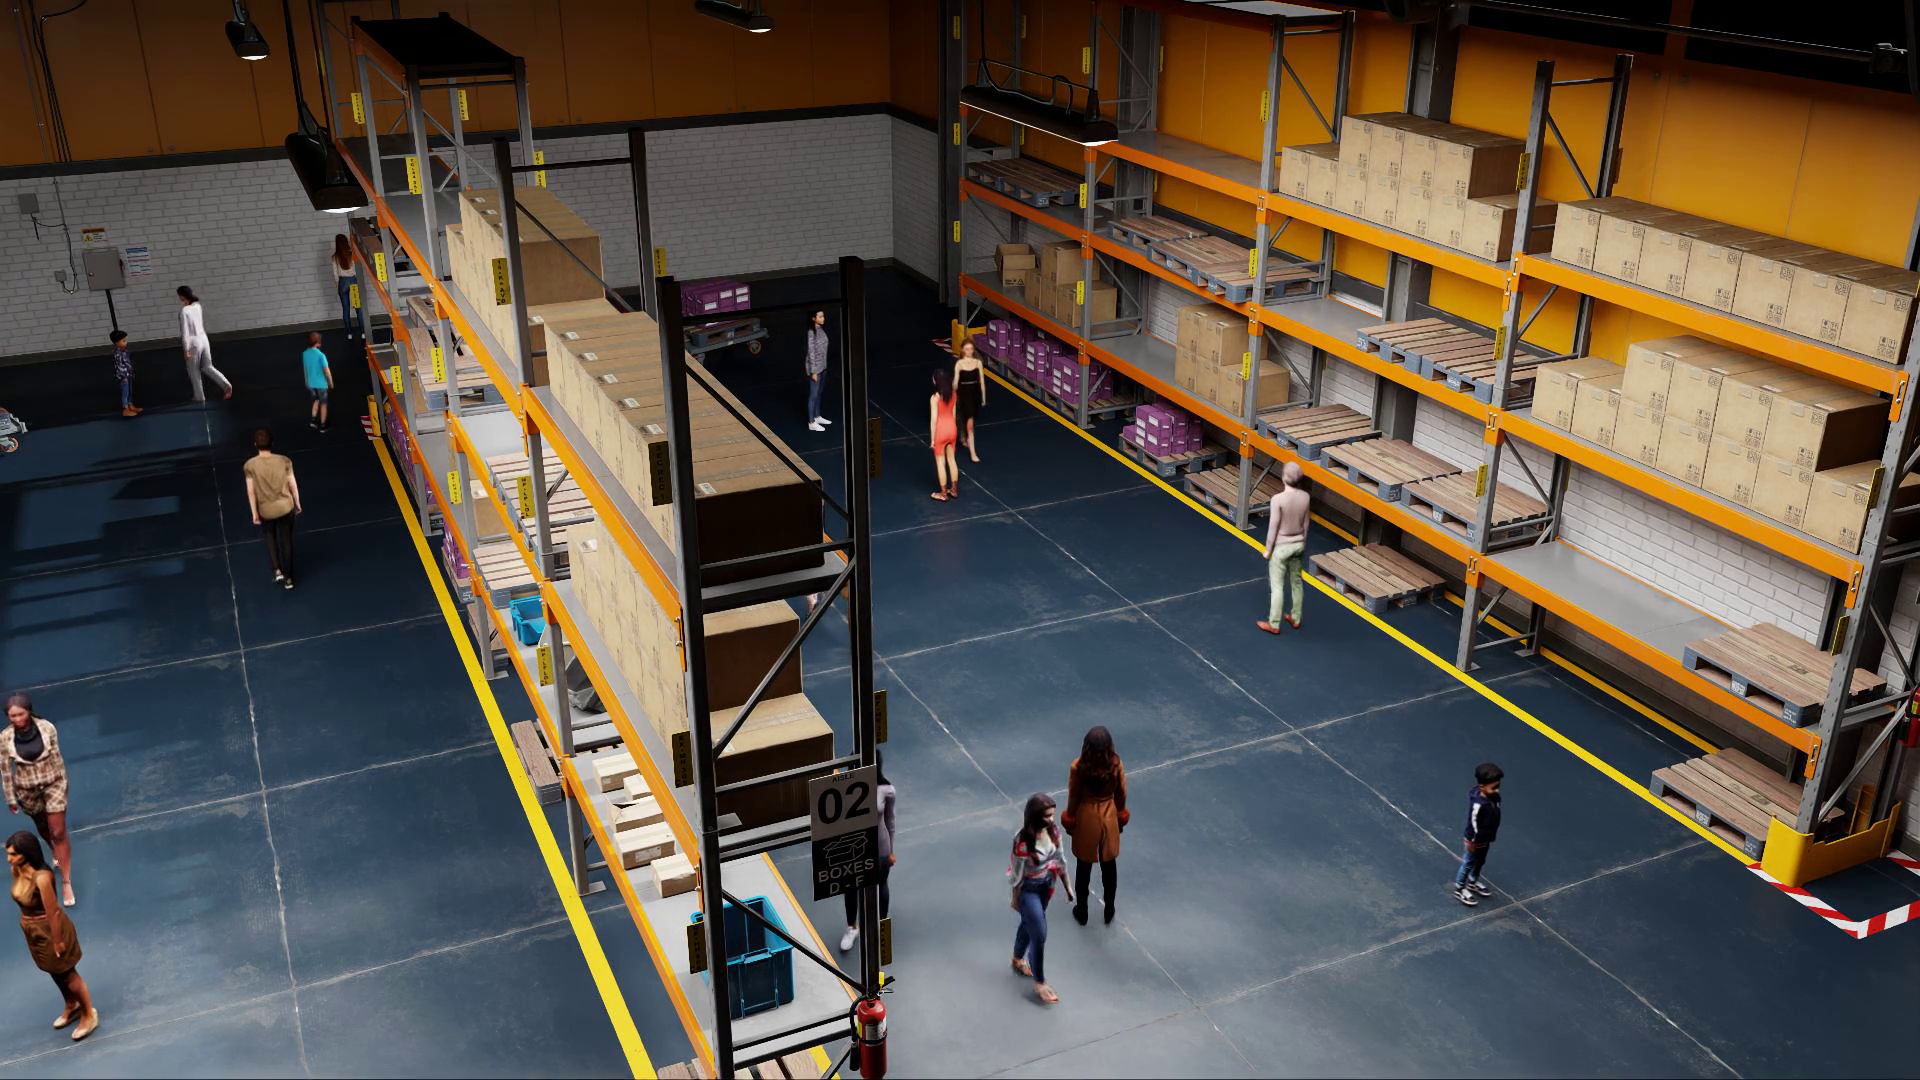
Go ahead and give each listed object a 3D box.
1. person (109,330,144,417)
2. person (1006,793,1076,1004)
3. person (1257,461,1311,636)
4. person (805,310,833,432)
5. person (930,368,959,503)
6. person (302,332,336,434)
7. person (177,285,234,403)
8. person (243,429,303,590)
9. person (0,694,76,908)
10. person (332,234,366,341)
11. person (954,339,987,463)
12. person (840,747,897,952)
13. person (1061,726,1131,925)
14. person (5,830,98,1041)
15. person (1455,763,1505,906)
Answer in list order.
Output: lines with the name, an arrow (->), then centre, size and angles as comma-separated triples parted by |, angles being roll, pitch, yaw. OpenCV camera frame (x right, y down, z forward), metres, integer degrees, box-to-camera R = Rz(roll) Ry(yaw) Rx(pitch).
person -> -11.975, -2.394, 23.817 | 0.621, 1.250, 0.527 | 0, 24, 0
person -> 0.485, 2.518, 12.154 | 0.908, 1.591, 0.763 | 21, 31, 39
person -> 3.416, 0.084, 17.372 | 0.667, 1.872, 0.564 | -11, 26, -24
person -> -2.010, -2.416, 23.267 | 0.746, 1.732, 0.672 | 7, 25, 15
person -> -0.192, -1.314, 20.766 | 0.635, 1.715, 0.614 | -21, 31, -39
person -> -8.953, -2.169, 23.069 | 0.644, 1.437, 0.697 | 5, 24, 11
person -> -11.003, -2.821, 24.166 | 1.081, 1.753, 1.028 | 7, 25, 15
person -> -7.539, -0.308, 18.311 | 0.696, 1.839, 0.677 | -7, 25, -16
person -> -7.303, 1.981, 13.193 | 0.629, 1.743, 1.092 | -12, 26, -25
person -> -10.013, -4.156, 27.250 | 0.628, 1.728, 0.591 | -4, 24, -9
person -> 0.103, -1.916, 22.311 | 0.639, 1.580, 1.091 | -8, 25, -18
person -> -0.699, 2.294, 12.486 | 0.680, 1.736, 0.680 | 1, 24, 3
person -> 1.045, 2.182, 12.763 | 0.767, 1.719, 0.735 | -1, 24, -2
person -> -6.329, 2.731, 11.551 | 0.611, 1.684, 0.705 | 14, 27, 30
person -> 4.105, 2.297, 13.121 | 0.551, 1.221, 0.534 | -18, 29, -35
